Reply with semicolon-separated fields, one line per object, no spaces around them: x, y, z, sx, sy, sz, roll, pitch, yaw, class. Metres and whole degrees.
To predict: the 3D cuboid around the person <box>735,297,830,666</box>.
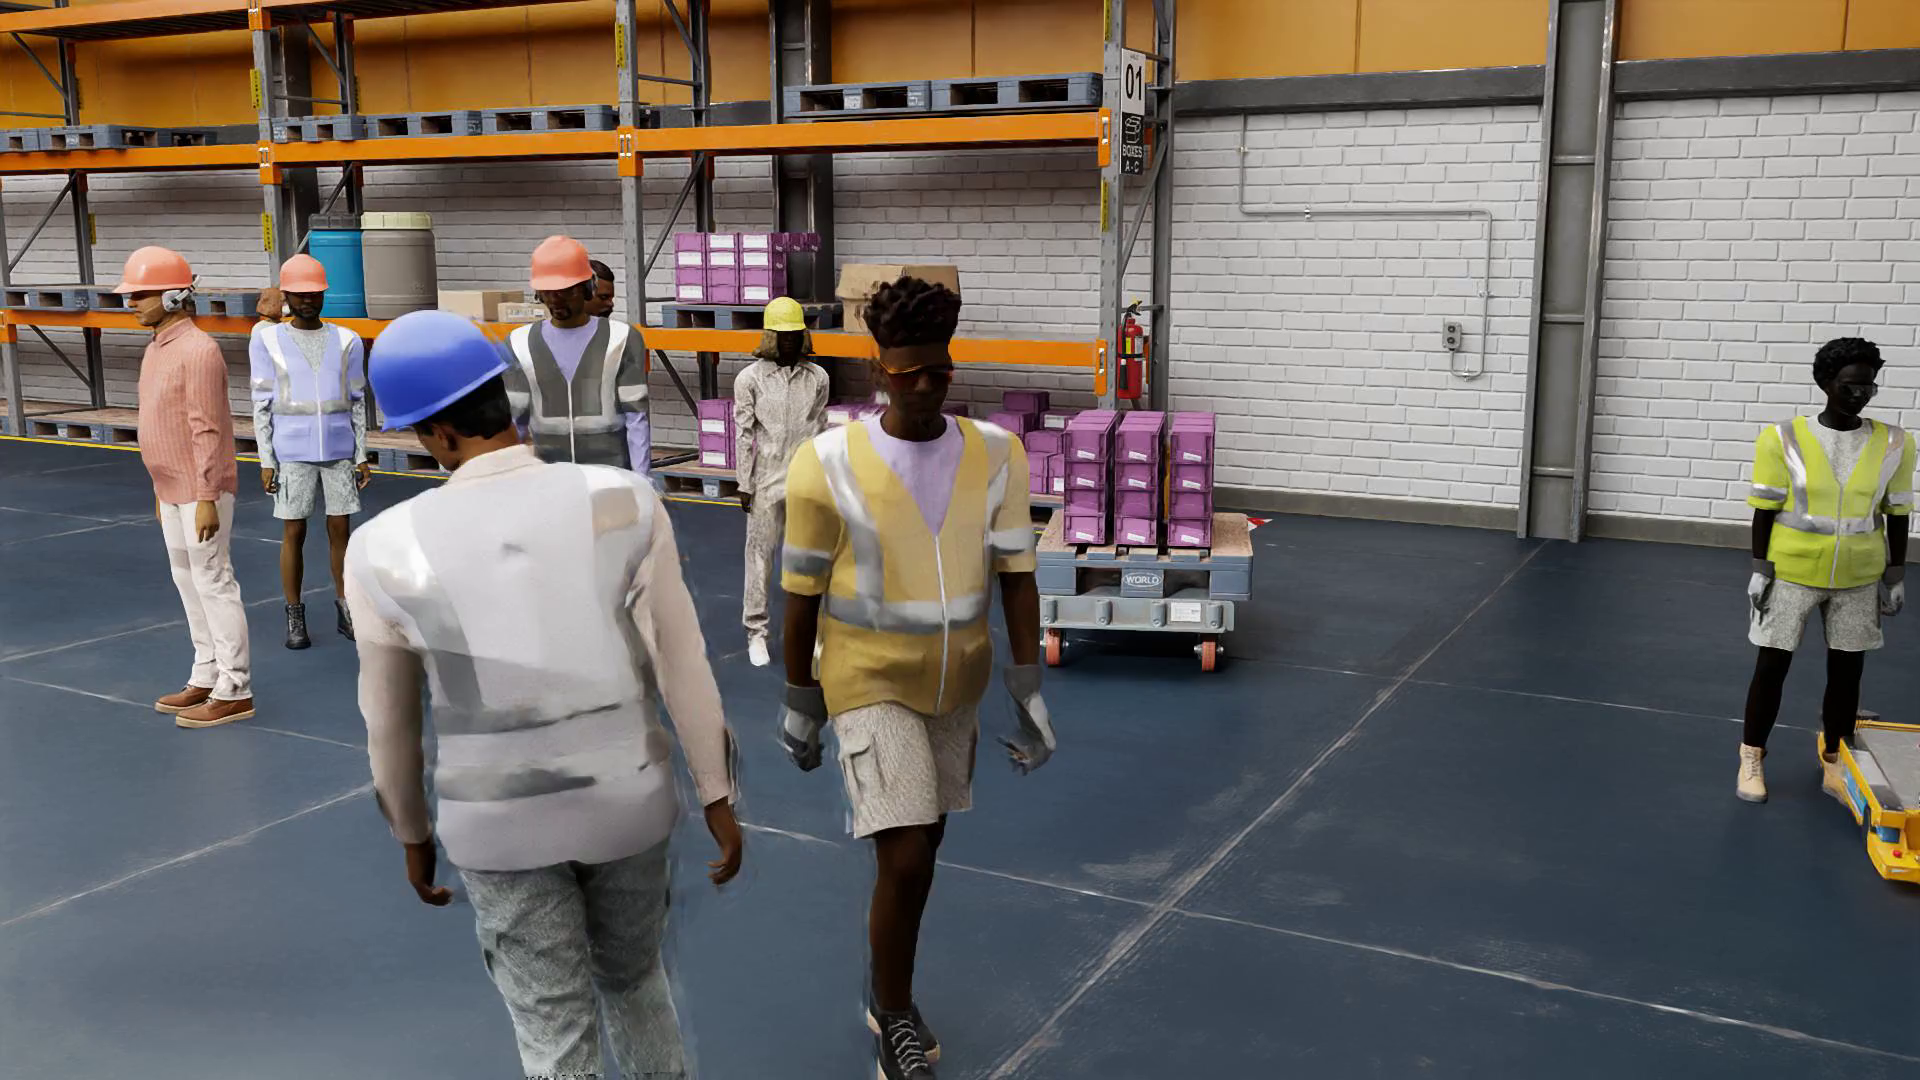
-0.823;-0.277;7.906;0.492;1.742;0.319;-6;12;-30;person

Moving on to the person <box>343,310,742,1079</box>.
-0.785;0.513;3.169;0.677;1.886;0.618;-4;11;-21;person

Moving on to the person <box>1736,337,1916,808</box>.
3.050;0.125;5.874;0.546;1.690;0.322;2;11;13;person

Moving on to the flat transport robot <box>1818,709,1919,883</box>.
3.398;0.867;5.675;0.652;0.197;1.431;4;11;19;flat transport robot

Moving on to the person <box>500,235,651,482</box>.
-1.610;-0.251;6.997;0.620;2.028;0.410;0;10;-2;person

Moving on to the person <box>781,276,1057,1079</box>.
-0.071;0.364;3.873;0.600;1.926;0.745;-6;12;-29;person

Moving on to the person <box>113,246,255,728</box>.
-3.225;-0.213;6.912;0.608;1.987;0.403;10;14;43;person

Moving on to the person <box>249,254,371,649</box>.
-3.196;-0.436;8.247;0.545;1.938;0.356;-7;13;-34;person

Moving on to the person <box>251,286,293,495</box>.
-5.356;-1.172;13.108;0.286;1.636;0.498;2;10;10;person
